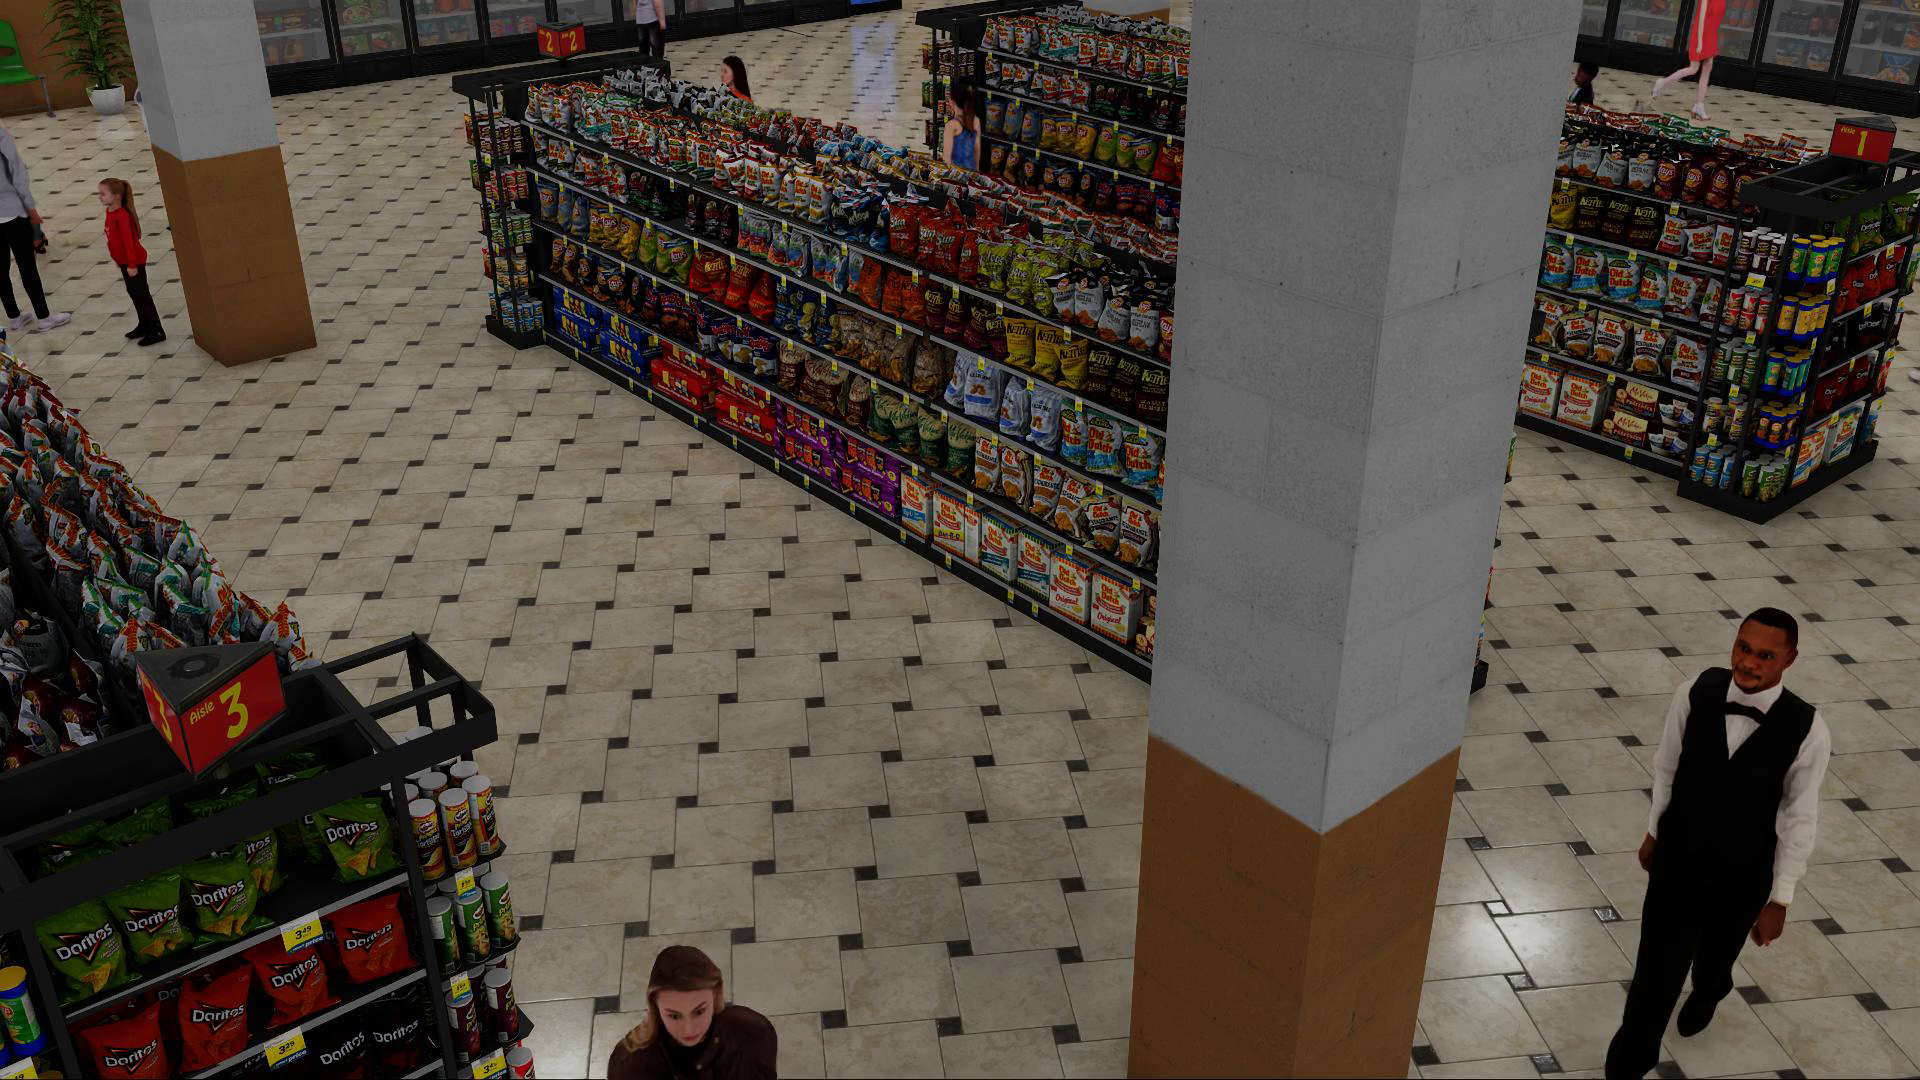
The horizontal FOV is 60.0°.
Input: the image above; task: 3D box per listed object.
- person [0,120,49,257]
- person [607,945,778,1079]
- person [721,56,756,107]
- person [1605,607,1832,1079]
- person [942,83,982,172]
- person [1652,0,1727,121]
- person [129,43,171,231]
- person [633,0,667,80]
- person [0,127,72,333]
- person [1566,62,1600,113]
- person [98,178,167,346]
[{"bbox_3d":[-8.336,-3.282,14.590,0.785,1.649,0.610,-8,28,-15],"label":"person"},{"bbox_3d":[-0.715,1.742,4.654,0.874,1.674,1.025,-6,27,-11],"label":"person"},{"bbox_3d":[-1.903,-3.412,14.749,0.686,1.737,0.519,-22,34,-36],"label":"person"},{"bbox_3d":[2.672,1.066,5.774,1.240,1.868,0.919,21,34,35],"label":"person"},{"bbox_3d":[0.044,-3.070,14.230,0.579,1.597,0.804,-23,35,-38],"label":"person"},{"bbox_3d":[8.624,-5.856,19.491,0.584,1.807,0.983,-22,34,-36],"label":"person"},{"bbox_3d":[-7.399,-3.765,15.431,0.704,1.750,0.598,-4,27,-9],"label":"person"},{"bbox_3d":[-3.854,-6.474,20.675,0.548,1.837,0.744,24,36,39],"label":"person"},{"bbox_3d":[-7.423,-2.561,12.859,0.758,1.929,0.822,3,27,5],"label":"person"},{"bbox_3d":[6.313,-4.178,16.784,0.672,1.263,0.604,0,27,0],"label":"person"},{"bbox_3d":[-6.368,-2.148,12.761,0.438,1.280,0.560,24,35,38],"label":"person"}]
